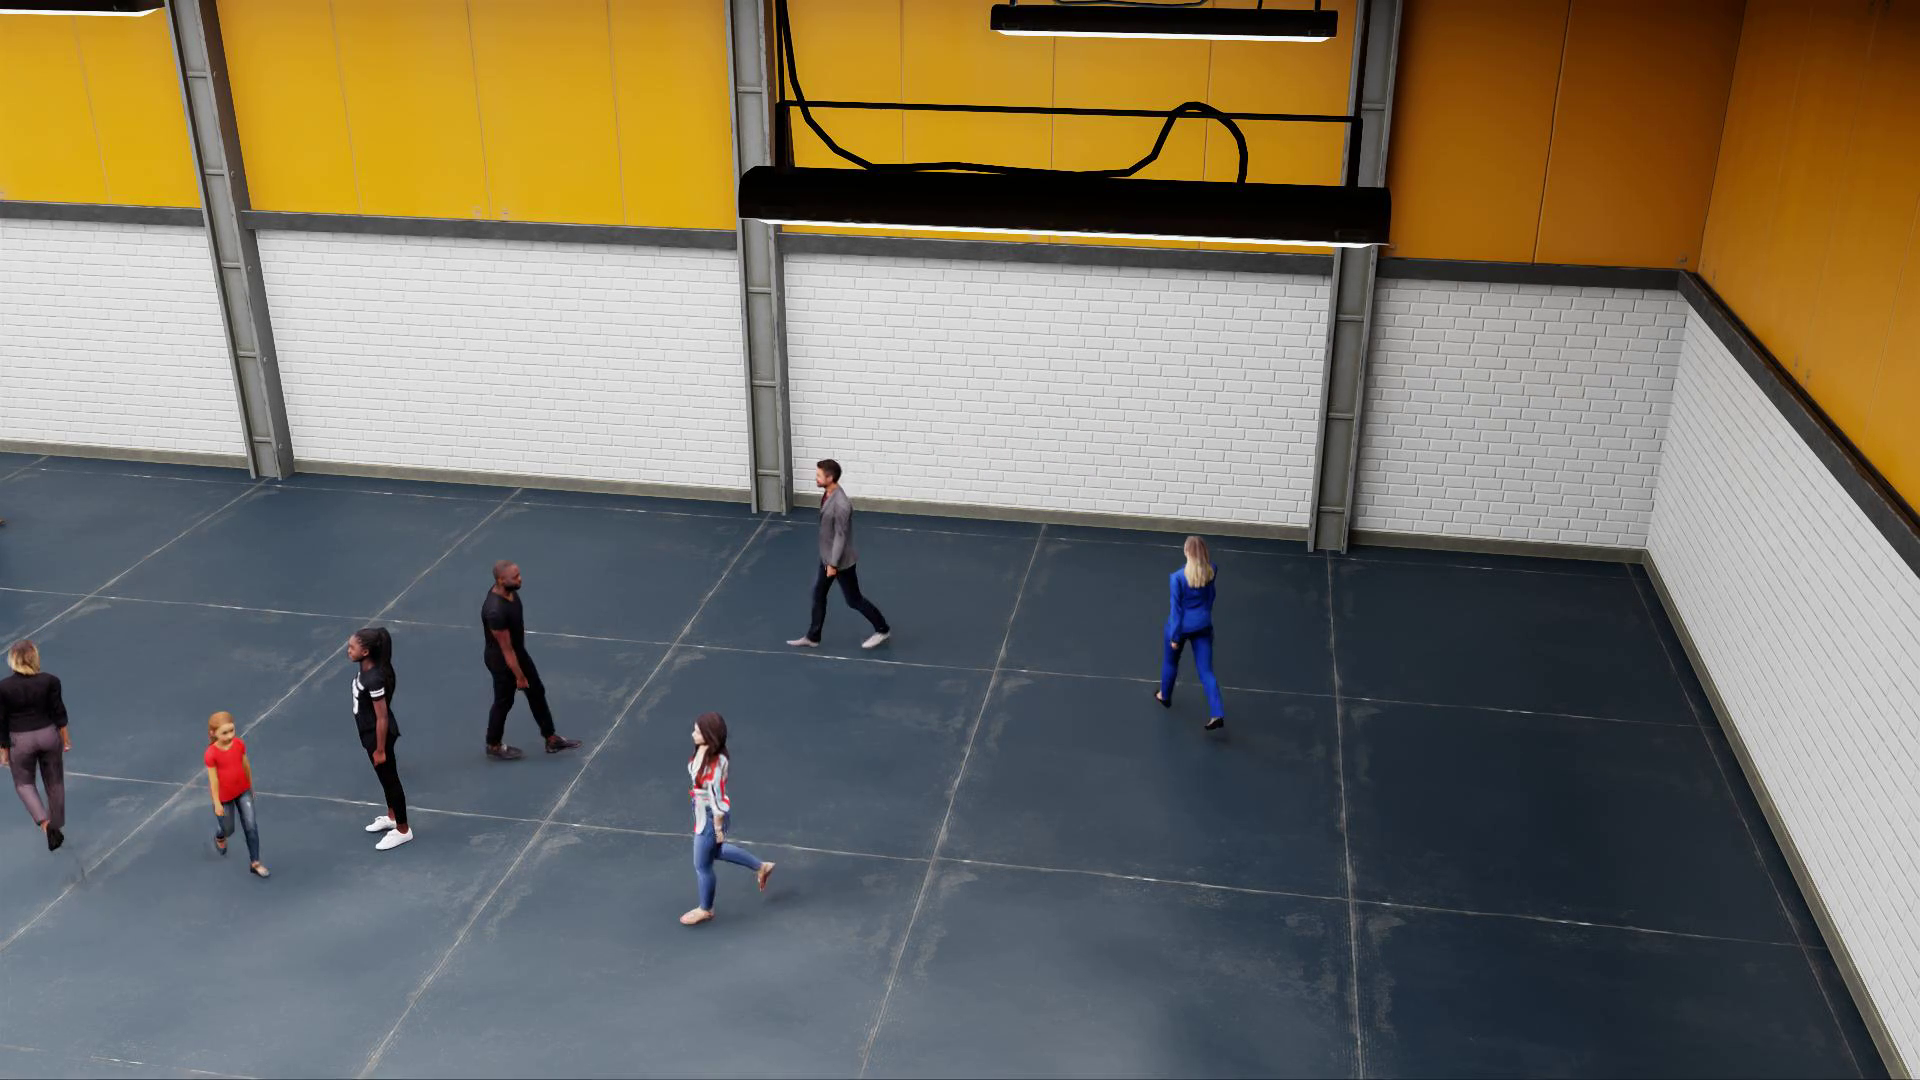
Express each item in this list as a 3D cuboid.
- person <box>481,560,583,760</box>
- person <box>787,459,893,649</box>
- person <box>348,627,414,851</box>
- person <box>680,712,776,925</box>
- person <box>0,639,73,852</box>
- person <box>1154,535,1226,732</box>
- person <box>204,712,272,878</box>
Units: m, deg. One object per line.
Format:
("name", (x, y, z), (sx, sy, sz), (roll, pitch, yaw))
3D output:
("person", (-3.653, 0.981, 13.095), (1.051, 1.784, 0.795), (0, 24, -1))
("person", (-1.004, 0.162, 14.908), (1.282, 1.833, 1.086), (-9, 25, -19))
("person", (-4.246, 1.427, 12.142), (0.764, 1.729, 0.717), (-13, 27, -27))
("person", (-1.609, 1.864, 11.308), (1.019, 1.597, 0.847), (-8, 25, -17))
("person", (-6.640, 1.535, 11.986), (0.857, 1.657, 0.918), (-16, 29, -33))
("person", (1.958, 0.791, 13.681), (1.167, 1.663, 1.088), (-9, 25, -21))
("person", (-5.227, 1.795, 11.846), (0.850, 1.293, 0.708), (19, 30, 36))
